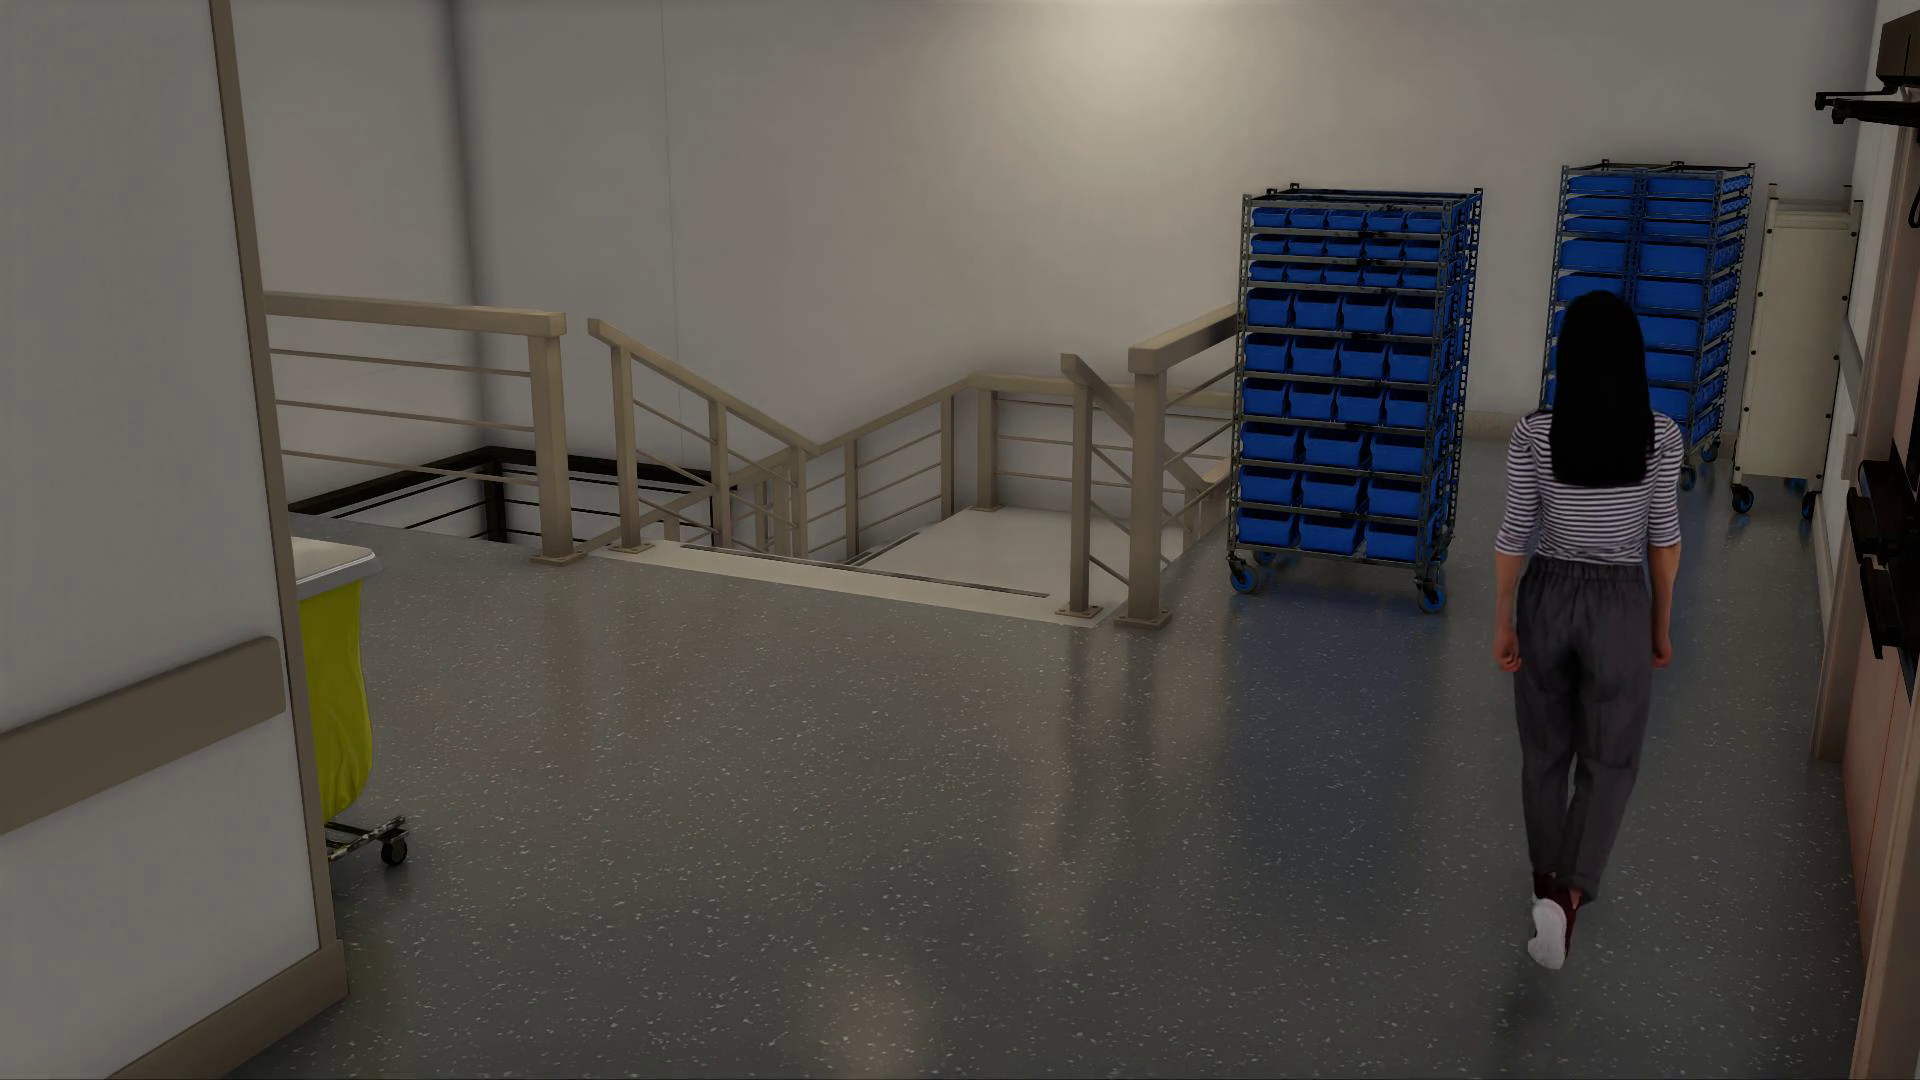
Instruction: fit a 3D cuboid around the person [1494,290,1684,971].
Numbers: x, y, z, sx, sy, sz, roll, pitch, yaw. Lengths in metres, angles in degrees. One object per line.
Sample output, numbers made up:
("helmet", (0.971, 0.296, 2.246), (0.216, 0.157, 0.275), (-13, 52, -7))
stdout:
("person", (1.567, 0.257, 4.199), (0.607, 1.710, 1.026), (7, 17, 22))
